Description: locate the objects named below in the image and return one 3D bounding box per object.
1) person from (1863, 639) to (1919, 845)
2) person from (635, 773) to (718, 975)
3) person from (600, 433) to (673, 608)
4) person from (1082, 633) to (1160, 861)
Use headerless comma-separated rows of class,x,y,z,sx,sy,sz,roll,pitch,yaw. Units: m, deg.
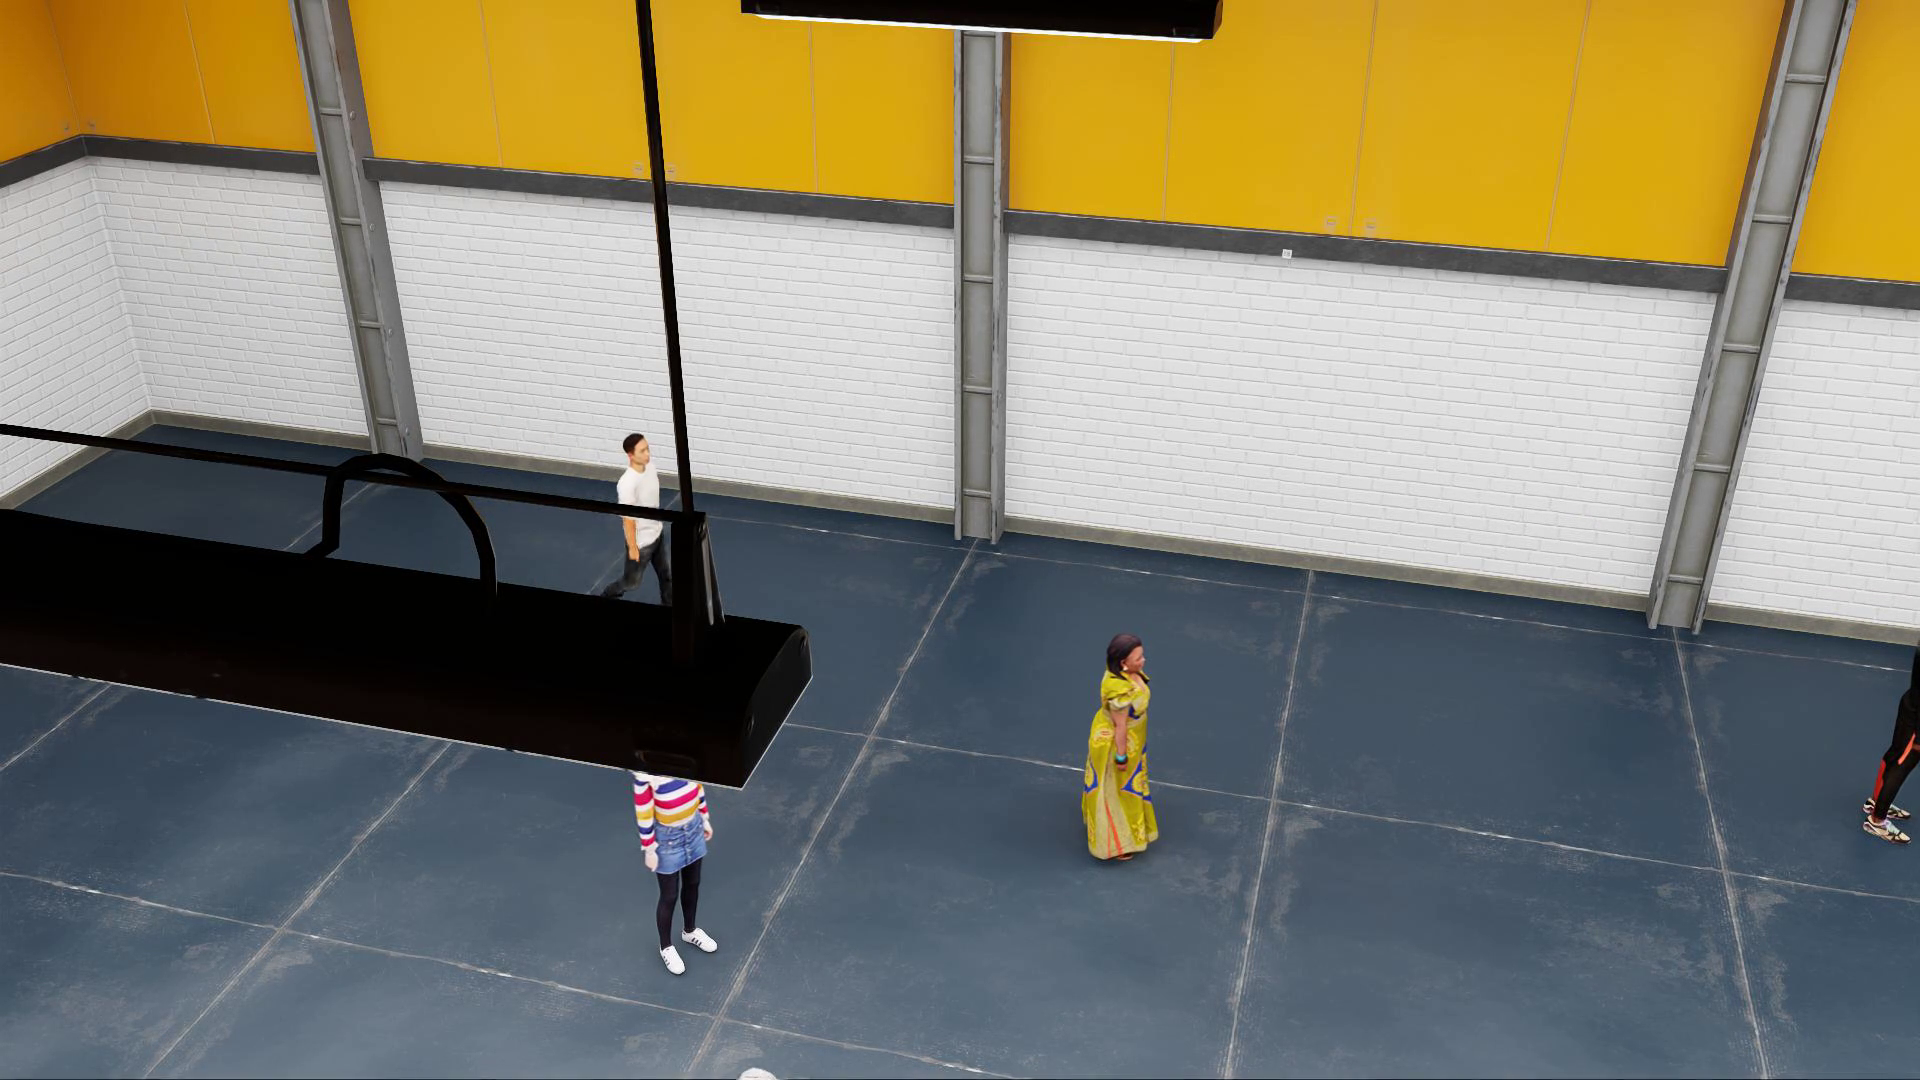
person,6.423,1.177,11.163,0.607,1.808,0.665,15,32,25
person,-1.712,1.790,10.038,0.685,1.808,0.718,24,37,37
person,-2.636,-0.036,13.436,1.153,1.772,0.730,11,30,19
person,1.050,1.336,11.037,0.824,1.660,0.895,3,29,6
